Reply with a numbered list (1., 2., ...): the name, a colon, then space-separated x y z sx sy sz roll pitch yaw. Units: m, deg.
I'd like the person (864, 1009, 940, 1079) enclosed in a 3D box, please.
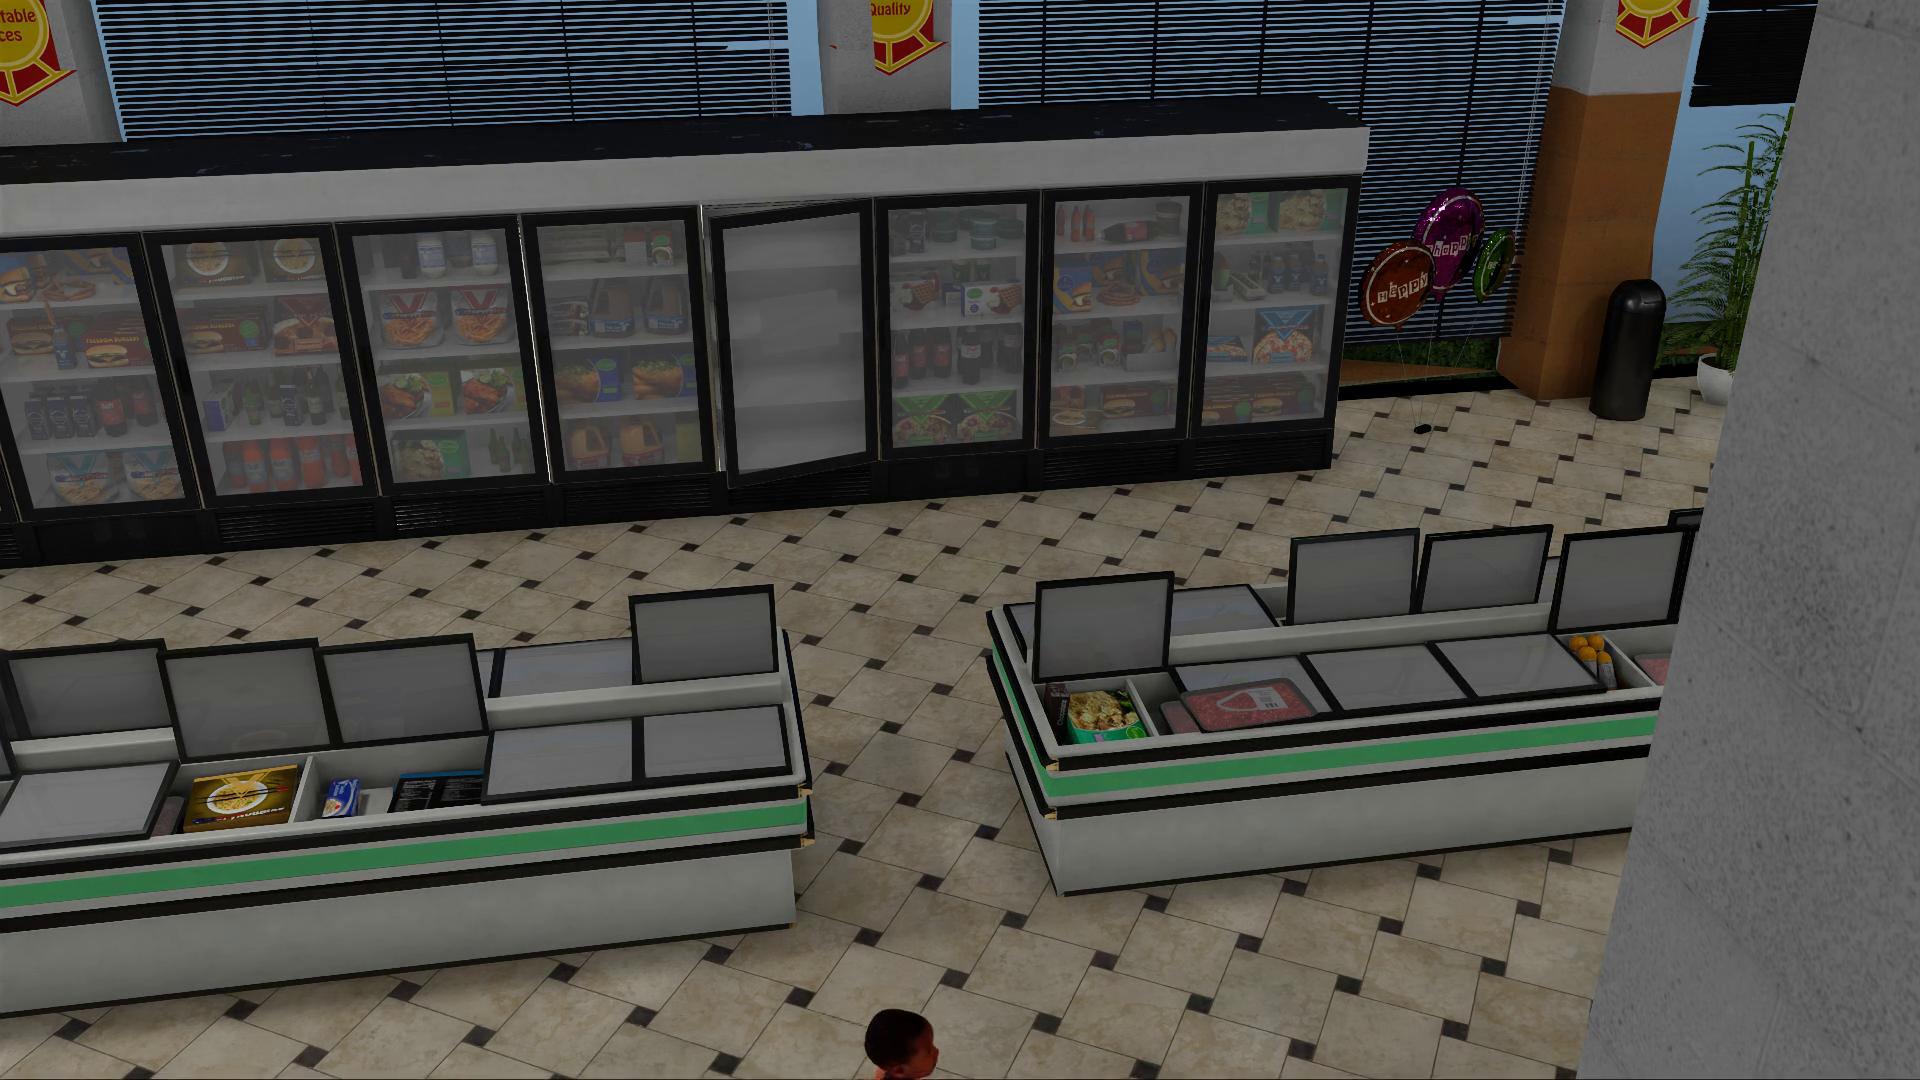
1. person: -0.246 1.944 4.991 0.686 1.299 0.581 3 27 5
